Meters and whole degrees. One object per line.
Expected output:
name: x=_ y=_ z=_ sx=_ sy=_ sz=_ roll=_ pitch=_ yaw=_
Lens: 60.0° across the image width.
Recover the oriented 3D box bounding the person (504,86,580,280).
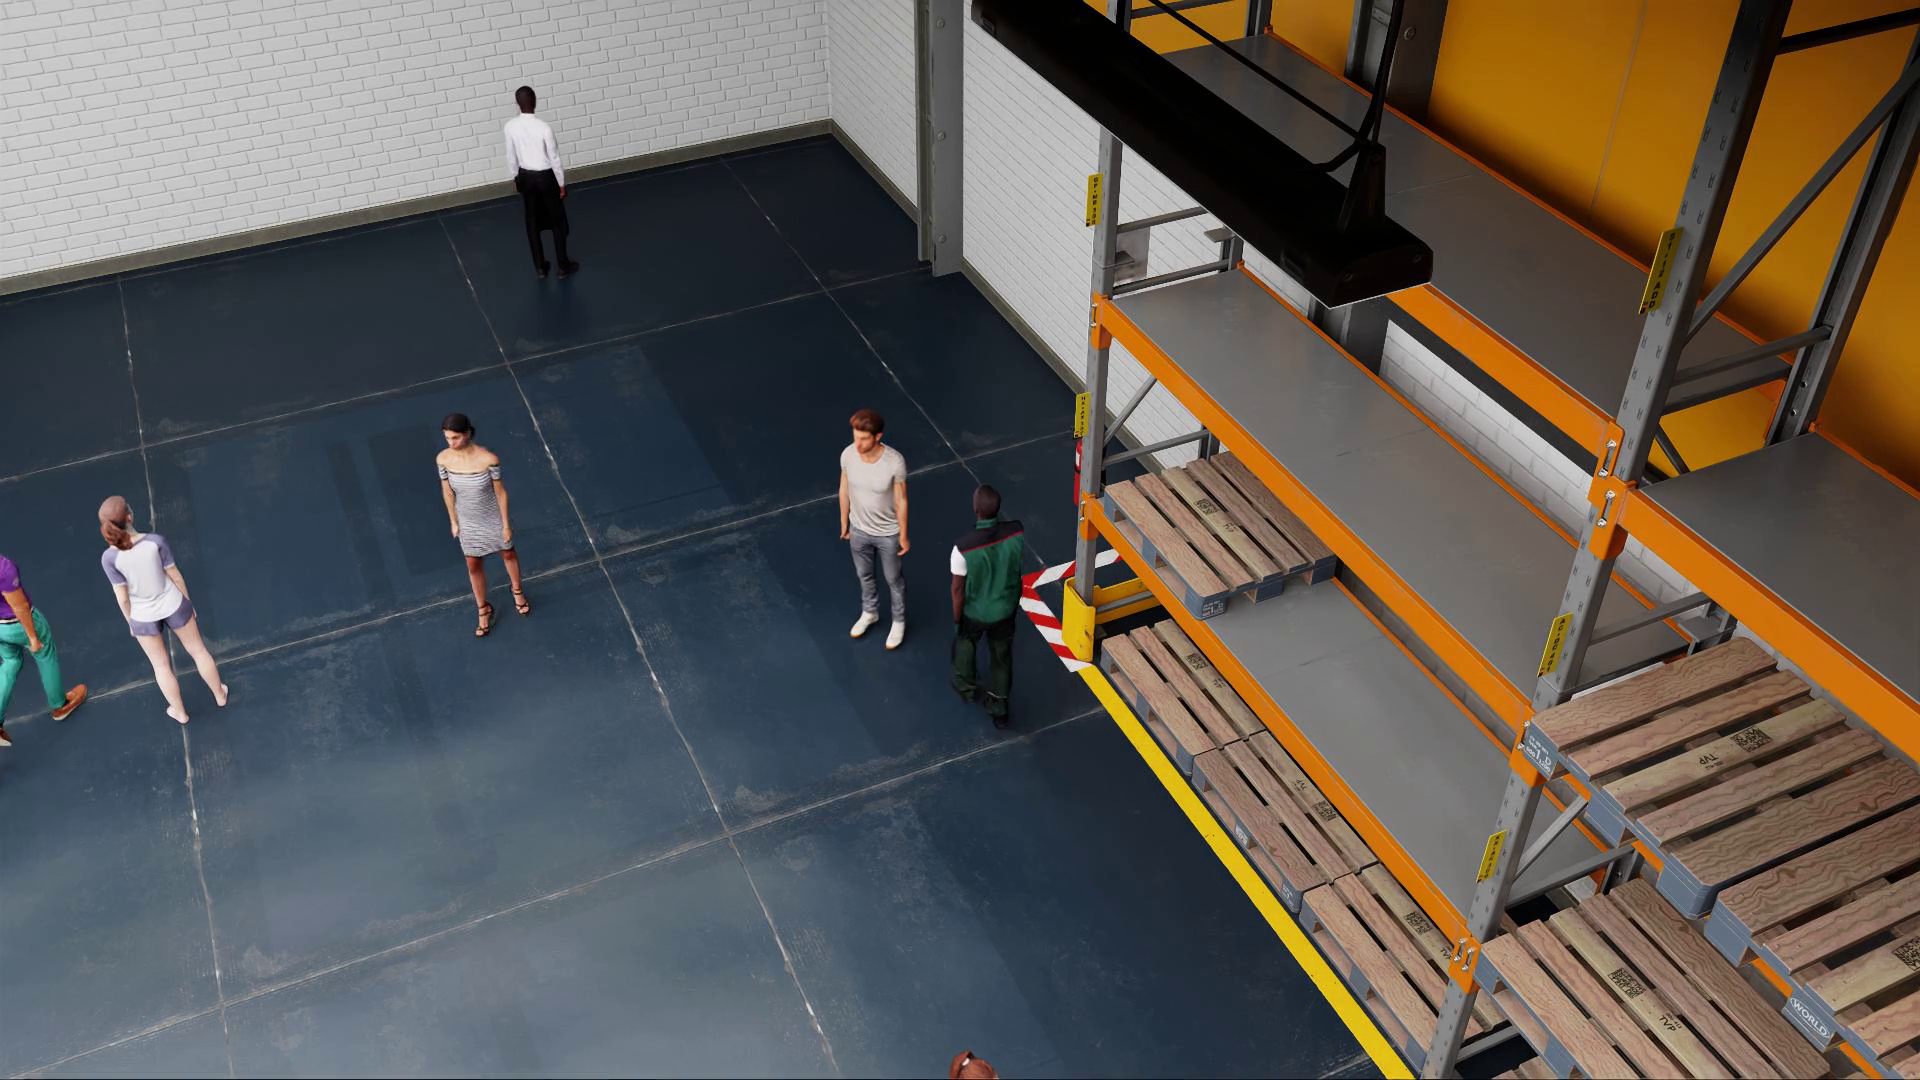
person: x=-3.877 y=-3.276 z=15.297 sx=0.726 sy=1.834 sz=0.734 roll=5 pitch=39 yaw=7

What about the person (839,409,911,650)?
person: x=-0.561 y=-0.101 z=11.277 sx=0.740 sy=1.889 sz=0.803 roll=14 pitch=41 yaw=16

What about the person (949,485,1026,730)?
person: x=0.221 y=0.485 z=10.602 sx=0.703 sy=1.816 sz=0.814 roll=-13 pitch=40 yaw=-15

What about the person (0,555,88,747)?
person: x=-6.066 y=0.597 z=10.526 sx=0.985 sy=1.736 sz=1.101 roll=7 pitch=39 yaw=9

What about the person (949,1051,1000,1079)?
person: x=0.063 y=2.913 z=7.622 sx=0.712 sy=1.742 sz=0.669 roll=16 pitch=41 yaw=19

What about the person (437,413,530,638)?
person: x=-3.243 y=-0.169 z=11.429 sx=0.720 sy=1.807 sz=0.785 roll=-5 pitch=39 yaw=-6

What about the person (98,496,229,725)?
person: x=-5.153 y=0.453 z=10.683 sx=0.620 sy=1.765 sz=0.590 roll=-24 pitch=44 yaw=-27
